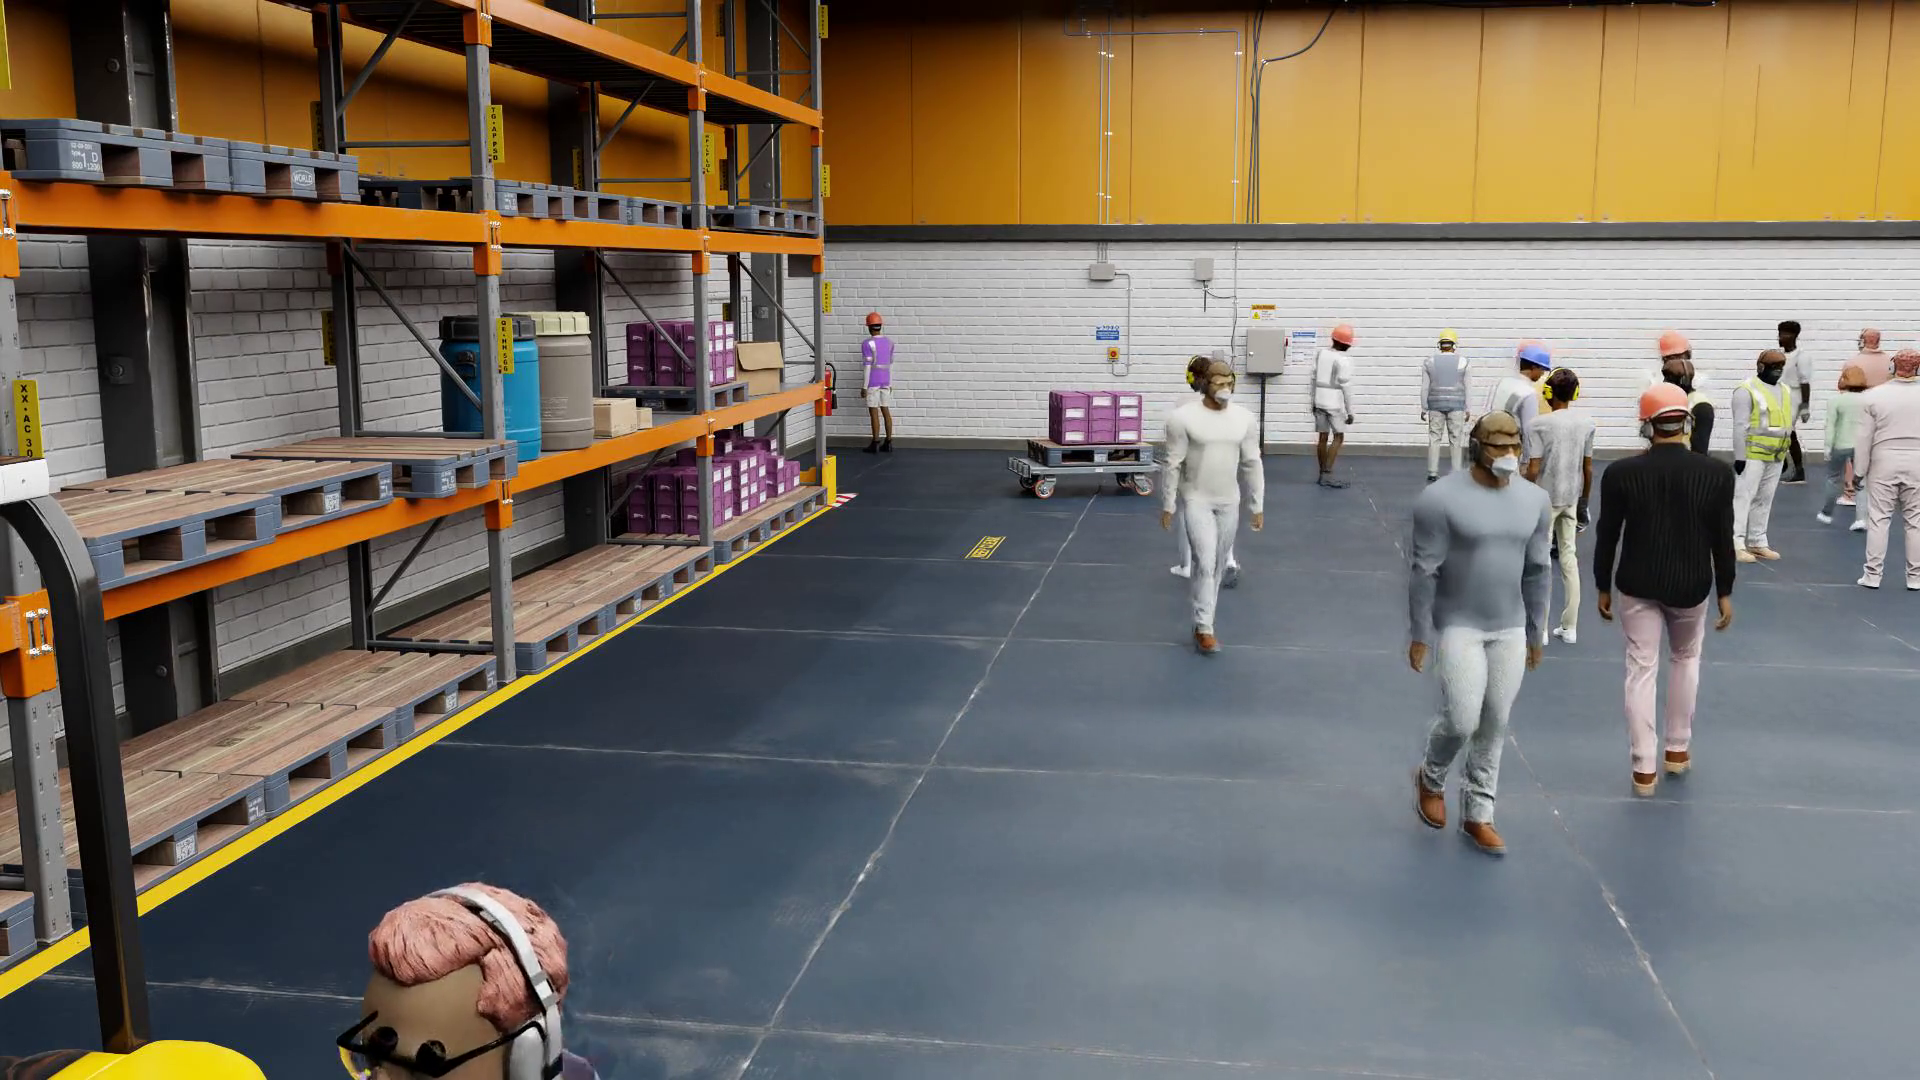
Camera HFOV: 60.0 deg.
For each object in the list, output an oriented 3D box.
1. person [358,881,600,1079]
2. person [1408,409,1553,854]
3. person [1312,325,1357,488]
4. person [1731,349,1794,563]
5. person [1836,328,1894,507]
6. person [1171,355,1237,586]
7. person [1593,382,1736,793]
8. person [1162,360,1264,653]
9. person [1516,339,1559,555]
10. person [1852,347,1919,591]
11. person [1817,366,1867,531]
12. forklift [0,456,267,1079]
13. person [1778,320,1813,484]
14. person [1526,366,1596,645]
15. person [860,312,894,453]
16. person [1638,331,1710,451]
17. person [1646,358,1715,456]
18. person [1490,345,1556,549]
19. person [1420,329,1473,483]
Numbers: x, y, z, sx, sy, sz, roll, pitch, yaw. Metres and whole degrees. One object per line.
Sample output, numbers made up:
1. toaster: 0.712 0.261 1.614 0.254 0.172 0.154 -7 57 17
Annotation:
1. person: -0.539 1.277 1.946 0.641 1.860 1.004 7 11 35
2. person: 2.240 0.394 7.174 0.651 1.926 0.467 -2 9 -13
3. person: 4.289 -1.548 19.279 0.525 1.891 0.672 -6 11 -31
4. person: 6.924 -0.726 14.348 0.629 1.840 0.429 -4 10 -25
5. person: 9.618 -1.304 17.708 0.651 1.904 0.403 -1 9 -9
6. person: 1.969 -0.557 13.326 0.539 1.845 0.881 -3 10 -18
7. person: 3.441 0.213 8.161 0.629 1.961 0.799 3 10 21
8. person: 1.703 -0.206 10.891 0.663 1.914 0.773 -3 10 -15
9. person: 5.110 -0.829 14.790 0.548 1.913 0.925 -1 9 -3
10. person: 7.368 -0.552 13.066 0.640 1.910 0.401 3 10 20
11. person: 8.651 -0.898 16.174 0.513 1.587 0.881 1 9 7
12. forklift: -2.328 0.975 2.765 2.313 2.155 1.214 1 9 9
13. person: 9.536 -1.588 19.415 0.959 1.916 0.617 0 9 -1
14. person: 3.986 -0.226 11.171 0.538 1.869 0.313 -2 9 -13
15. person: -1.159 -2.158 22.884 0.548 1.934 0.376 -9 13 -44
16. person: 6.318 -0.857 14.740 0.613 1.965 1.121 2 9 11
17. person: 5.704 -0.527 13.178 0.581 1.829 0.631 -2 9 -14
18. person: 4.803 -0.734 14.304 0.978 1.866 0.667 -1 9 -4
19. person: 5.719 -1.565 19.573 0.589 1.822 0.403 3 10 19
